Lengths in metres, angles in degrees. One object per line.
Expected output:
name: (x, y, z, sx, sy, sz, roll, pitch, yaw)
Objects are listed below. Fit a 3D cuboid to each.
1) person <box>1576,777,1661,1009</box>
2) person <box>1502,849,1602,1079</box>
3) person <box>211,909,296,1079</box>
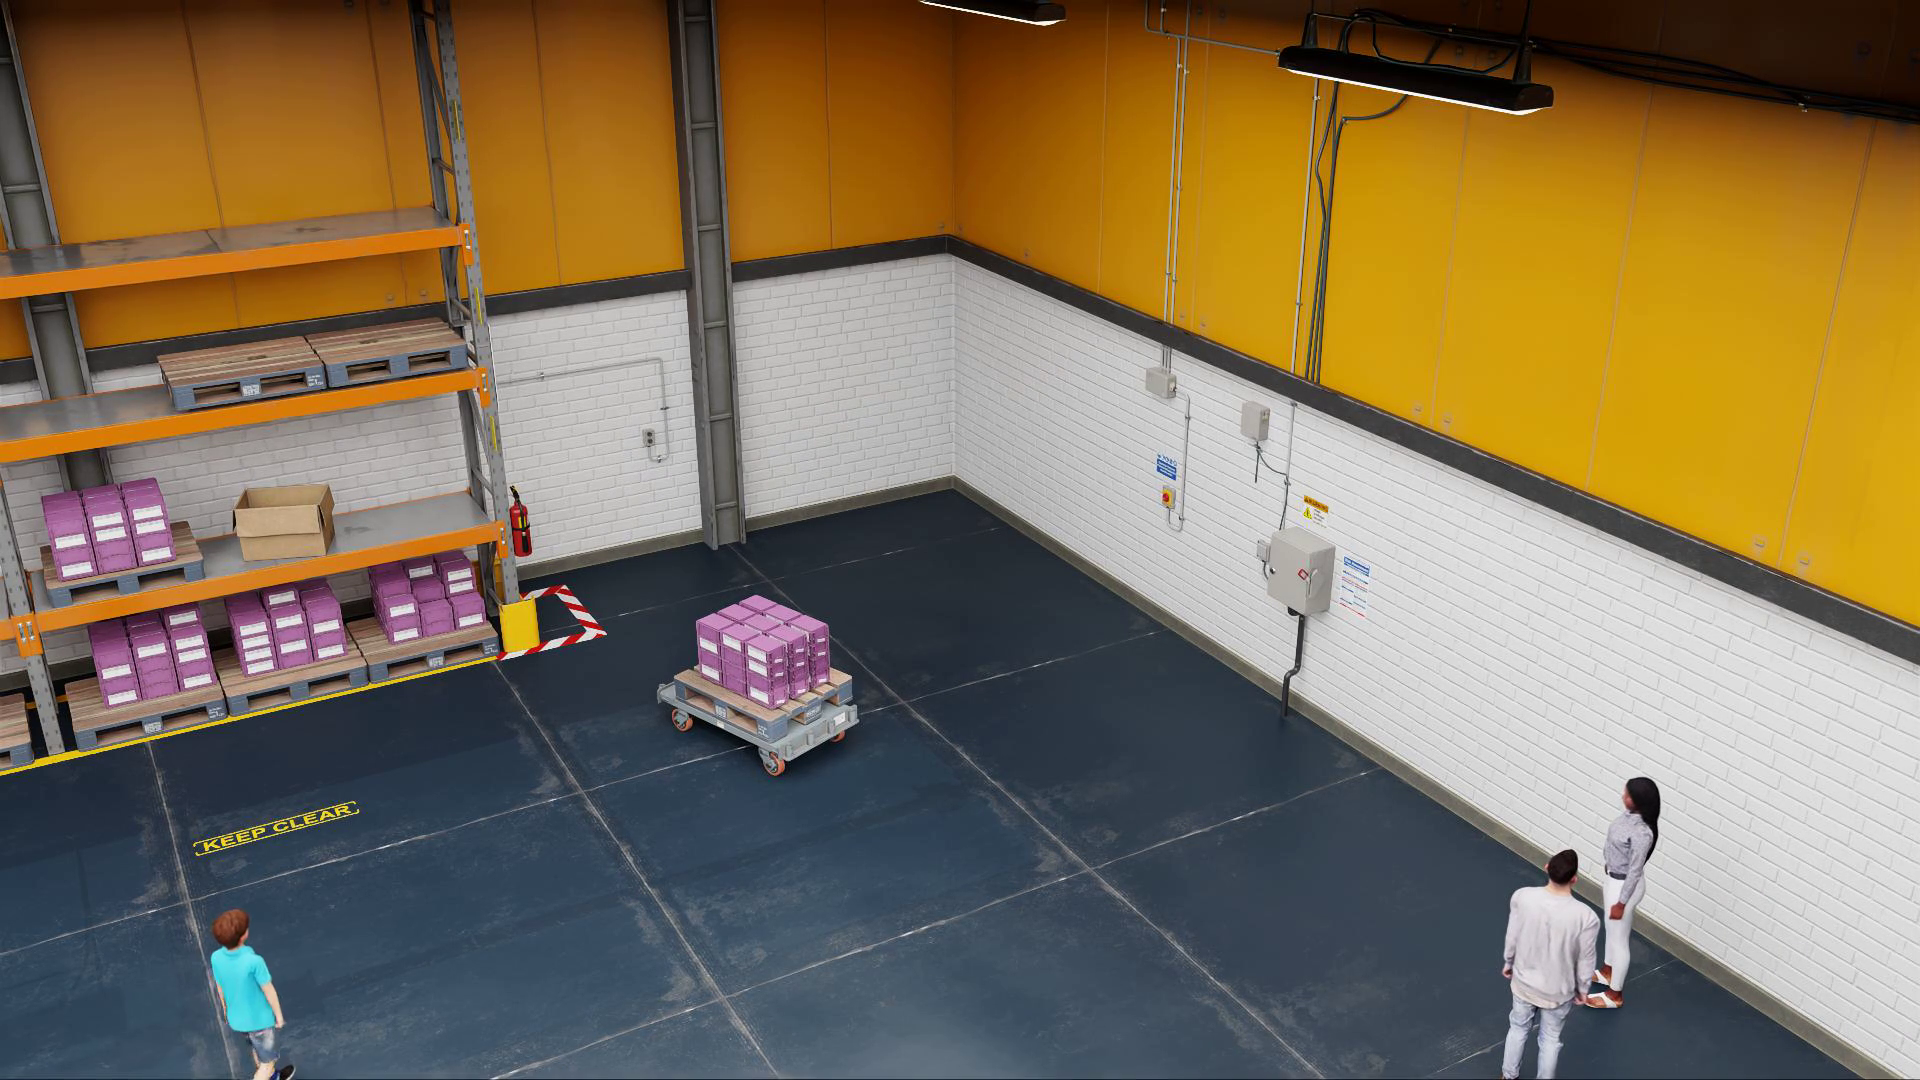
person: (4.375, 2.300, 10.977, 0.722, 1.724, 0.668, 5, 24, 12)
person: (3.540, 2.640, 10.054, 0.767, 1.840, 0.737, 15, 28, 31)
person: (-4.307, 2.883, 10.005, 0.889, 1.433, 0.942, 6, 24, 13)
